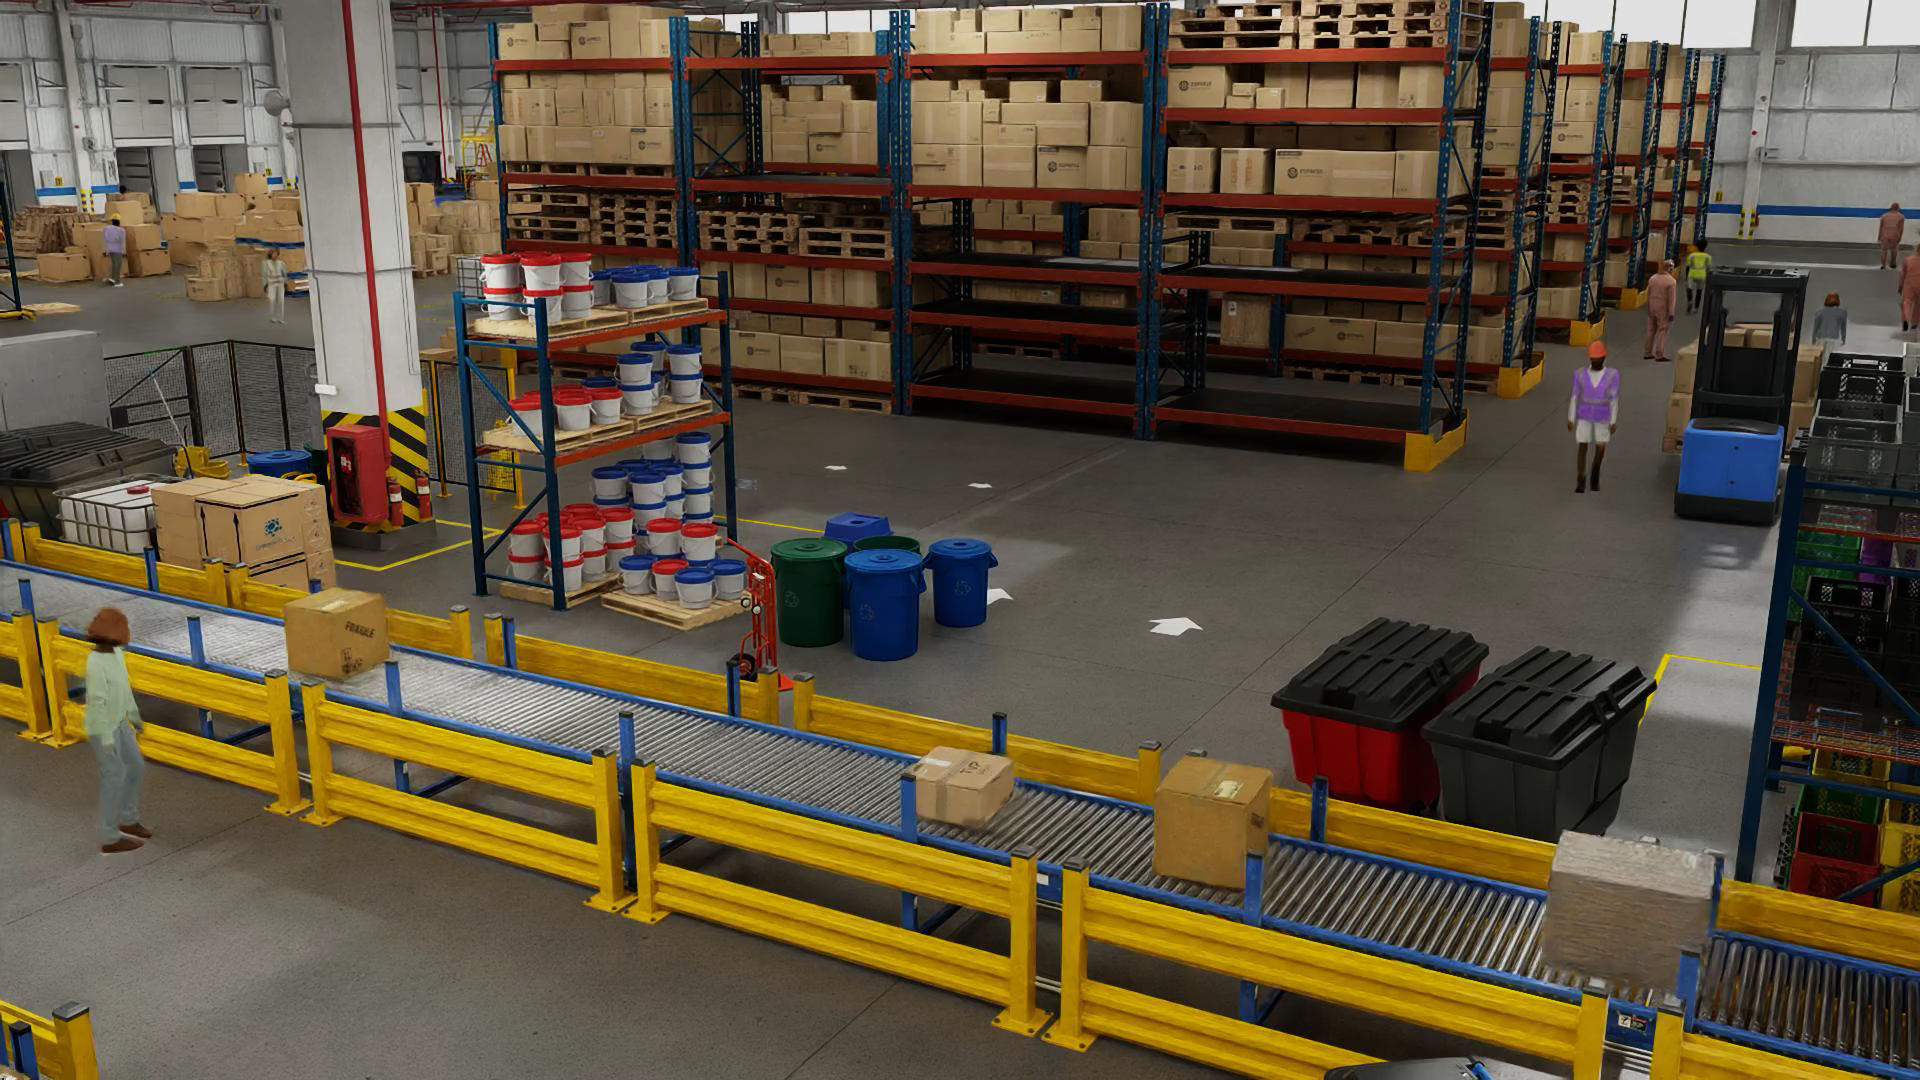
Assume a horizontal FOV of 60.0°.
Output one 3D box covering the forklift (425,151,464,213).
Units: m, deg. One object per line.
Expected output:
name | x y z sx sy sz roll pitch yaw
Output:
forklift | -20.276 -13.633 64.351 1.873 2.768 1.129 1 15 2

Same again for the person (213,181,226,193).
person | -26.704 -12.019 60.117 0.622 1.932 0.368 9 17 30

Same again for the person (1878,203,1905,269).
person | 26.905 -8.786 48.056 0.662 1.872 0.881 11 18 35

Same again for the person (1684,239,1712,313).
person | 16.852 -6.014 37.980 0.555 1.685 0.381 6 16 20

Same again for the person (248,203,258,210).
person | -20.272 -8.678 47.594 0.889 1.914 0.637 -8 17 -28

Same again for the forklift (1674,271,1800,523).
forklift | 9.269 -1.763 19.726 1.129 2.768 1.873 8 17 27

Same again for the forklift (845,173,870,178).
forklift | -3.491 -11.519 56.403 1.129 2.768 1.873 11 19 36

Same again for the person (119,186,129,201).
person | -30.909 -12.337 61.799 0.784 1.669 0.538 -12 19 -39

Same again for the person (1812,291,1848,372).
person | 14.840 -3.437 28.451 0.505 1.608 0.686 12 19 38

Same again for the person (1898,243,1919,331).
person | 20.246 -5.372 35.240 0.652 1.875 0.898 9 17 31

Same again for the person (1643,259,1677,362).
person | 13.144 -4.294 31.129 0.400 1.901 0.642 -6 16 -20

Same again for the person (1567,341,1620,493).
person | 7.848 -1.518 20.645 0.568 1.921 0.418 7 16 23

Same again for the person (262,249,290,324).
person | -14.925 -5.543 36.312 0.546 1.625 0.357 -14 20 -42

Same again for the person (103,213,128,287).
person | -22.033 -7.565 43.421 0.604 1.895 0.528 3 15 10

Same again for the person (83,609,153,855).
person | -5.542 1.236 10.900 0.334 1.607 0.516 -2 15 -9

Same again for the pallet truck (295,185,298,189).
pallet truck | -26.804 -14.617 69.738 1.885 1.965 0.823 -14 20 -42

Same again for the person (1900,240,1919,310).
person | 22.275 -6.303 38.489 0.991 2.007 0.623 -7 16 -23
